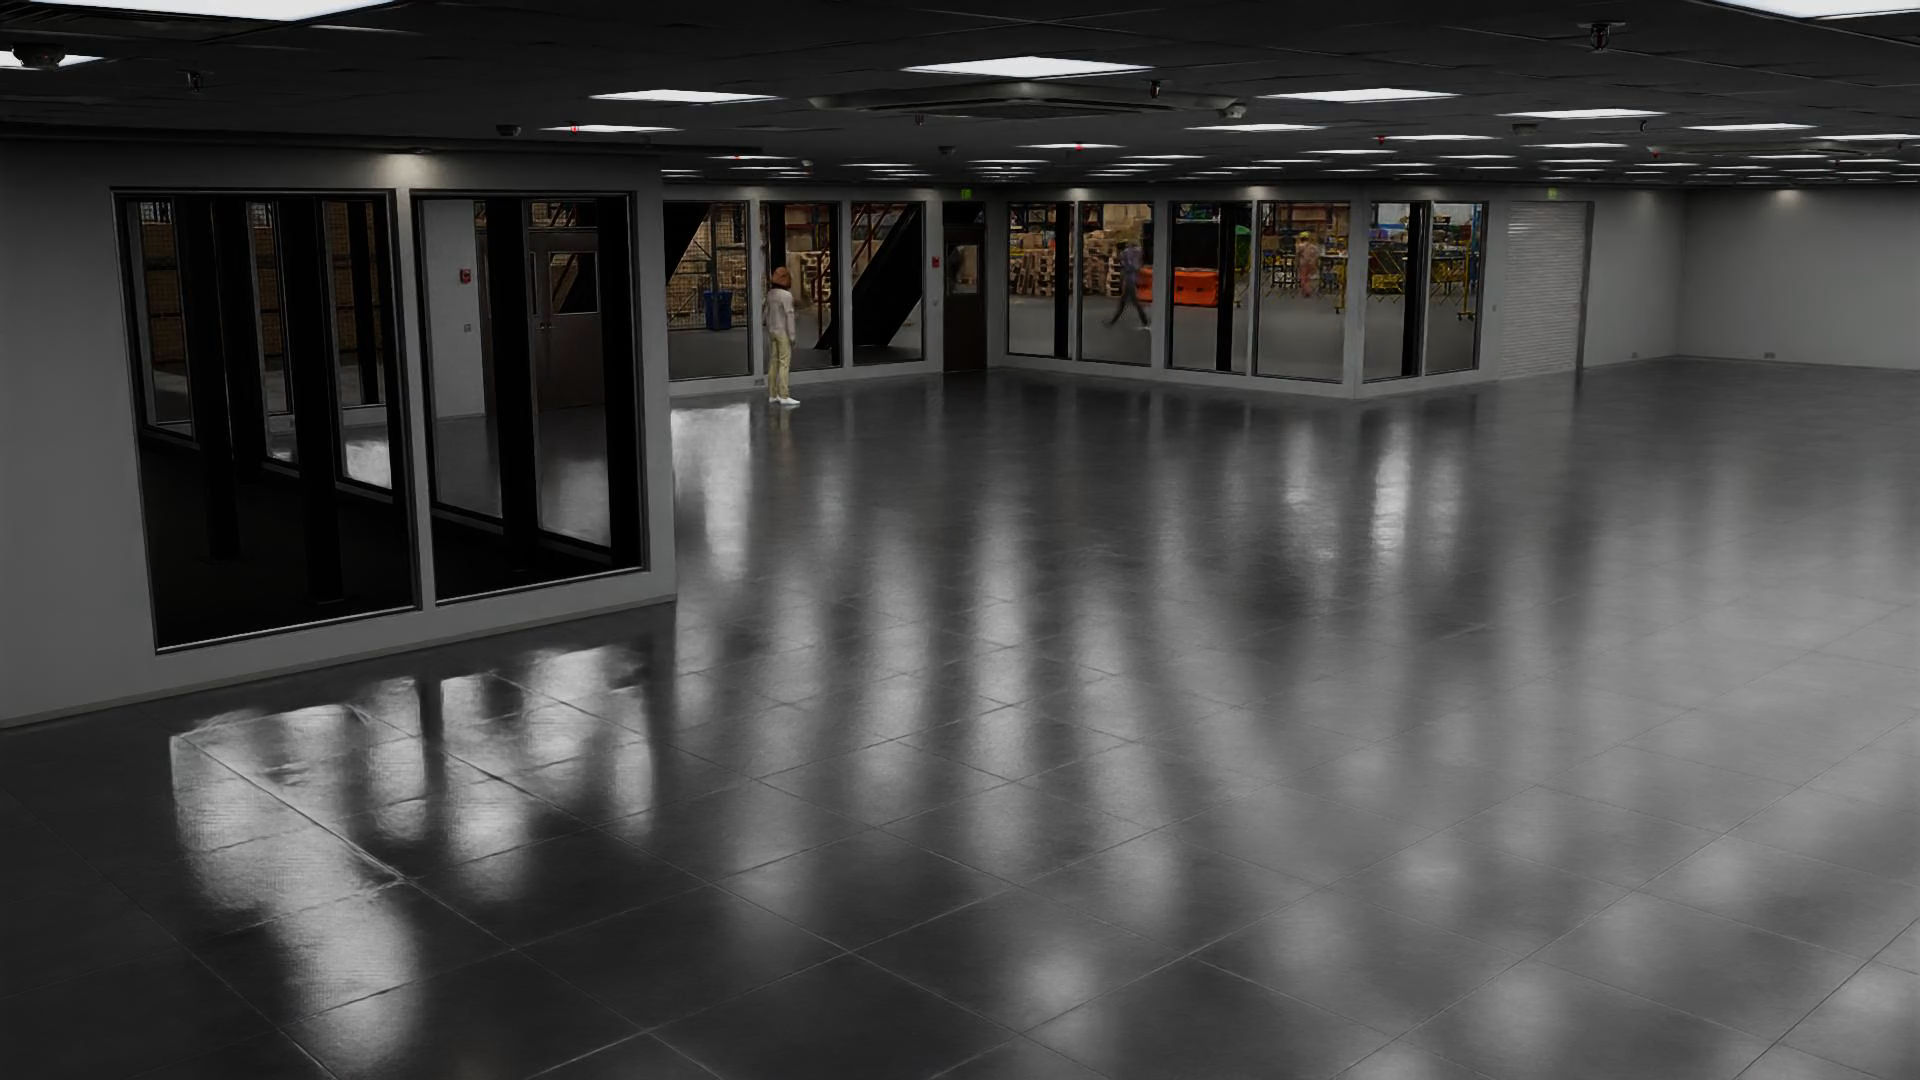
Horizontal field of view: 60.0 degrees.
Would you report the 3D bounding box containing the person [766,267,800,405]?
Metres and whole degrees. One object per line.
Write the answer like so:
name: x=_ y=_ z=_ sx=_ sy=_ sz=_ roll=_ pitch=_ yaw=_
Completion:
person: x=-2.126 y=-2.430 z=19.825 sx=0.267 sy=1.632 sz=0.507 roll=-9 pitch=14 yaw=-38
